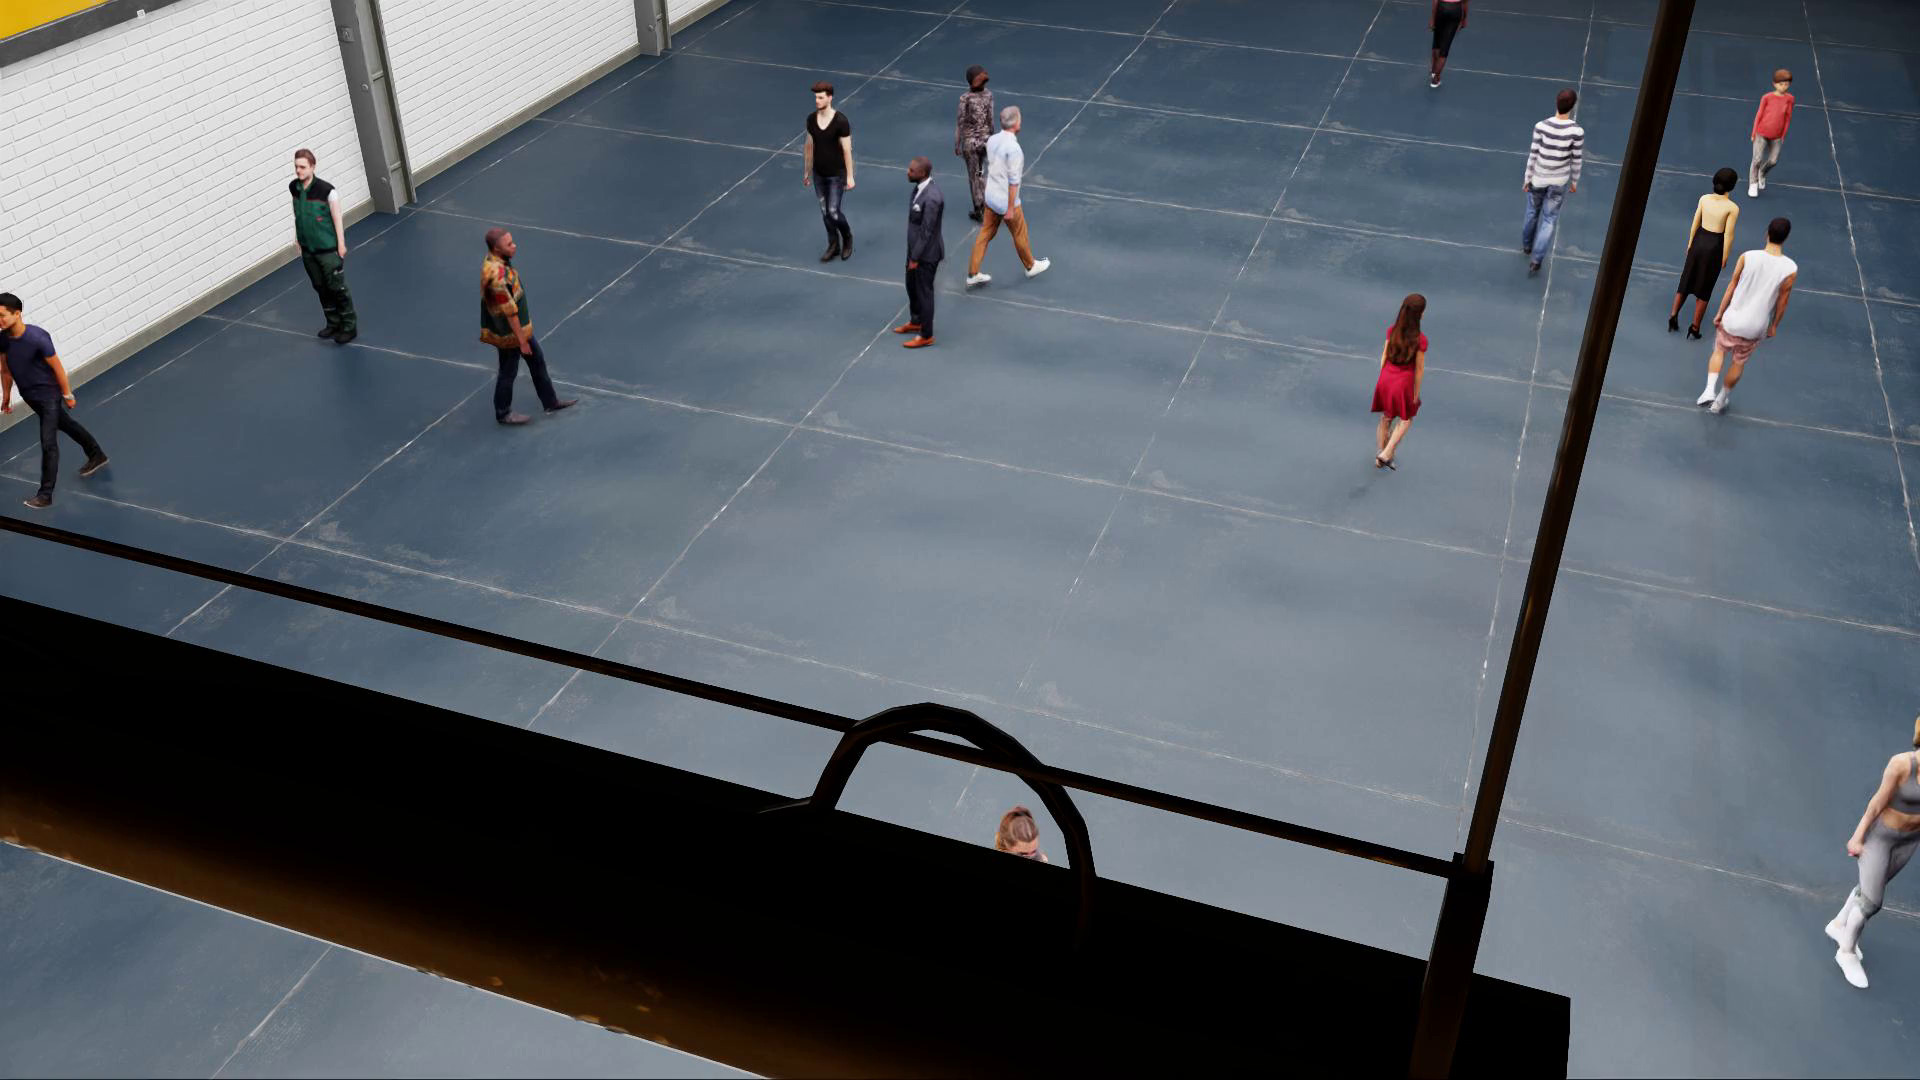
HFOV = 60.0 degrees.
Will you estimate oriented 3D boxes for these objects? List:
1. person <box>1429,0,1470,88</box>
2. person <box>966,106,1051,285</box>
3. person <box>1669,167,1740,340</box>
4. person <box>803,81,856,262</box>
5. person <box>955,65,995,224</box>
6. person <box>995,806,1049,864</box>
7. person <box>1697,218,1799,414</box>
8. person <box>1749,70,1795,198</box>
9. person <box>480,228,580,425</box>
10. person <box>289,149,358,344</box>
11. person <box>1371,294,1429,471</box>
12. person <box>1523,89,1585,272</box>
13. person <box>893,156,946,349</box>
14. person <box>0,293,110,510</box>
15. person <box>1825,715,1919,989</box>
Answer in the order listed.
[{"bbox_3d":[6.314,-6.742,21.568,0.590,1.728,0.962,12,35,17],"label":"person"},{"bbox_3d":[0.353,-3.331,16.391,1.268,1.777,1.118,-21,39,-28],"label":"person"},{"bbox_3d":[6.956,-2.673,15.516,0.688,1.651,0.657,-23,40,-31],"label":"person"},{"bbox_3d":[-1.279,-3.764,16.946,0.743,1.884,0.728,18,38,25],"label":"person"},{"bbox_3d":[0.216,-4.199,17.760,0.726,1.706,0.790,-18,38,-25],"label":"person"},{"bbox_3d":[0.211,1.977,8.466,0.827,1.710,0.942,-5,34,-8],"label":"person"},{"bbox_3d":[6.682,-1.835,14.160,0.742,1.755,0.801,14,36,20],"label":"person"},{"bbox_3d":[9.031,-4.564,18.582,0.545,1.406,0.643,8,34,12],"label":"person"},{"bbox_3d":[-3.892,-1.776,14.046,1.002,1.784,1.022,-4,34,-6],"label":"person"},{"bbox_3d":[-5.945,-2.757,15.469,0.628,1.842,0.623,12,36,18],"label":"person"},{"bbox_3d":[3.508,-1.239,13.456,0.663,1.542,0.803,23,40,30],"label":"person"},{"bbox_3d":[5.925,-3.579,16.724,0.716,1.822,1.032,14,36,20],"label":"person"},{"bbox_3d":[-0.303,-2.656,15.340,0.903,1.817,0.818,-7,34,-10],"label":"person"},{"bbox_3d":[-7.205,-1.178,13.191,0.636,1.733,1.128,11,35,17],"label":"person"},{"bbox_3d":[5.034,1.582,9.074,0.769,1.695,0.842,-5,34,-7],"label":"person"}]
